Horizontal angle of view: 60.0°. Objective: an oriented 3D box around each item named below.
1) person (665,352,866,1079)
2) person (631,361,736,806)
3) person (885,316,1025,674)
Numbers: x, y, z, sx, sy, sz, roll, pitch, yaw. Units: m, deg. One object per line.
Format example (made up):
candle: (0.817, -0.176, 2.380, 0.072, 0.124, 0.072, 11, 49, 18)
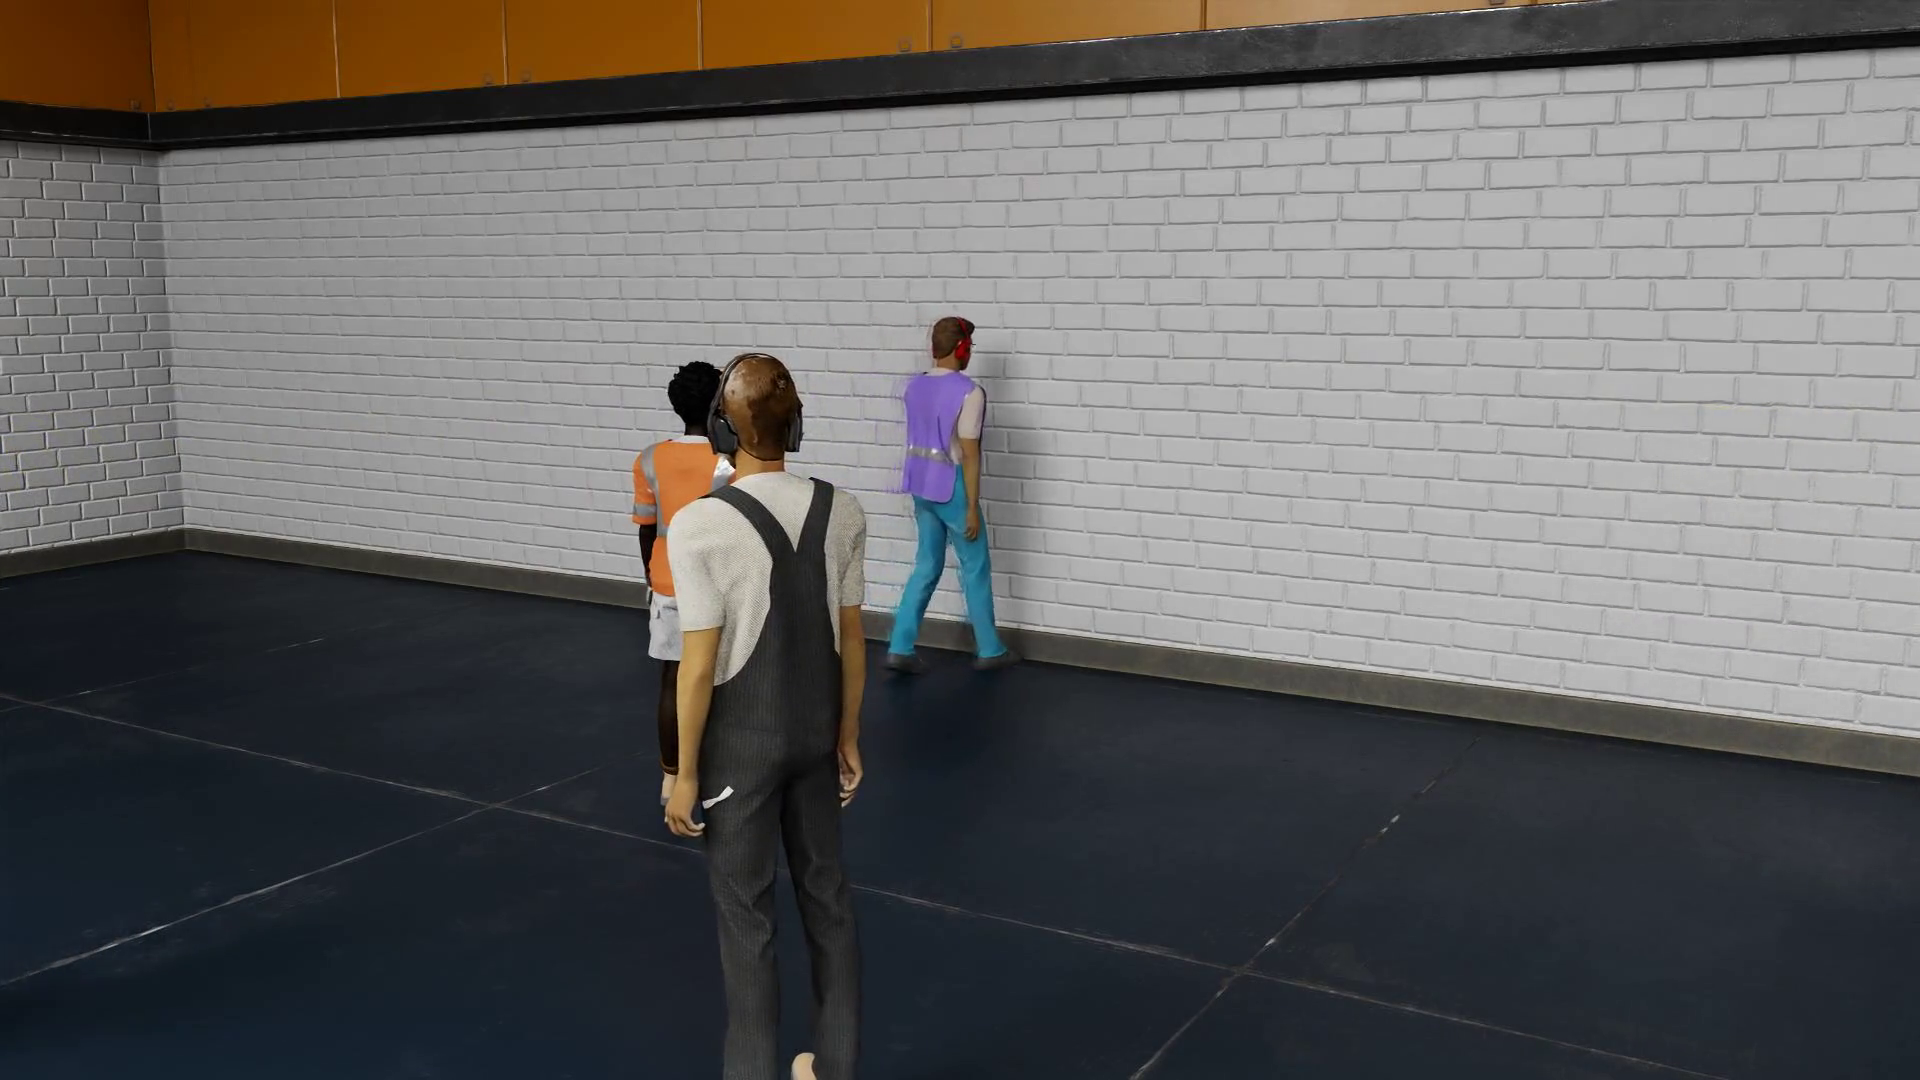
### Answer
person: (-0.440, 0.494, 3.844, 0.511, 1.844, 0.328, -7, 12, -38)
person: (-0.965, 0.178, 6.271, 0.540, 1.700, 0.316, 3, 10, 18)
person: (-0.053, -0.214, 8.378, 0.794, 1.815, 0.589, -8, 12, -40)
